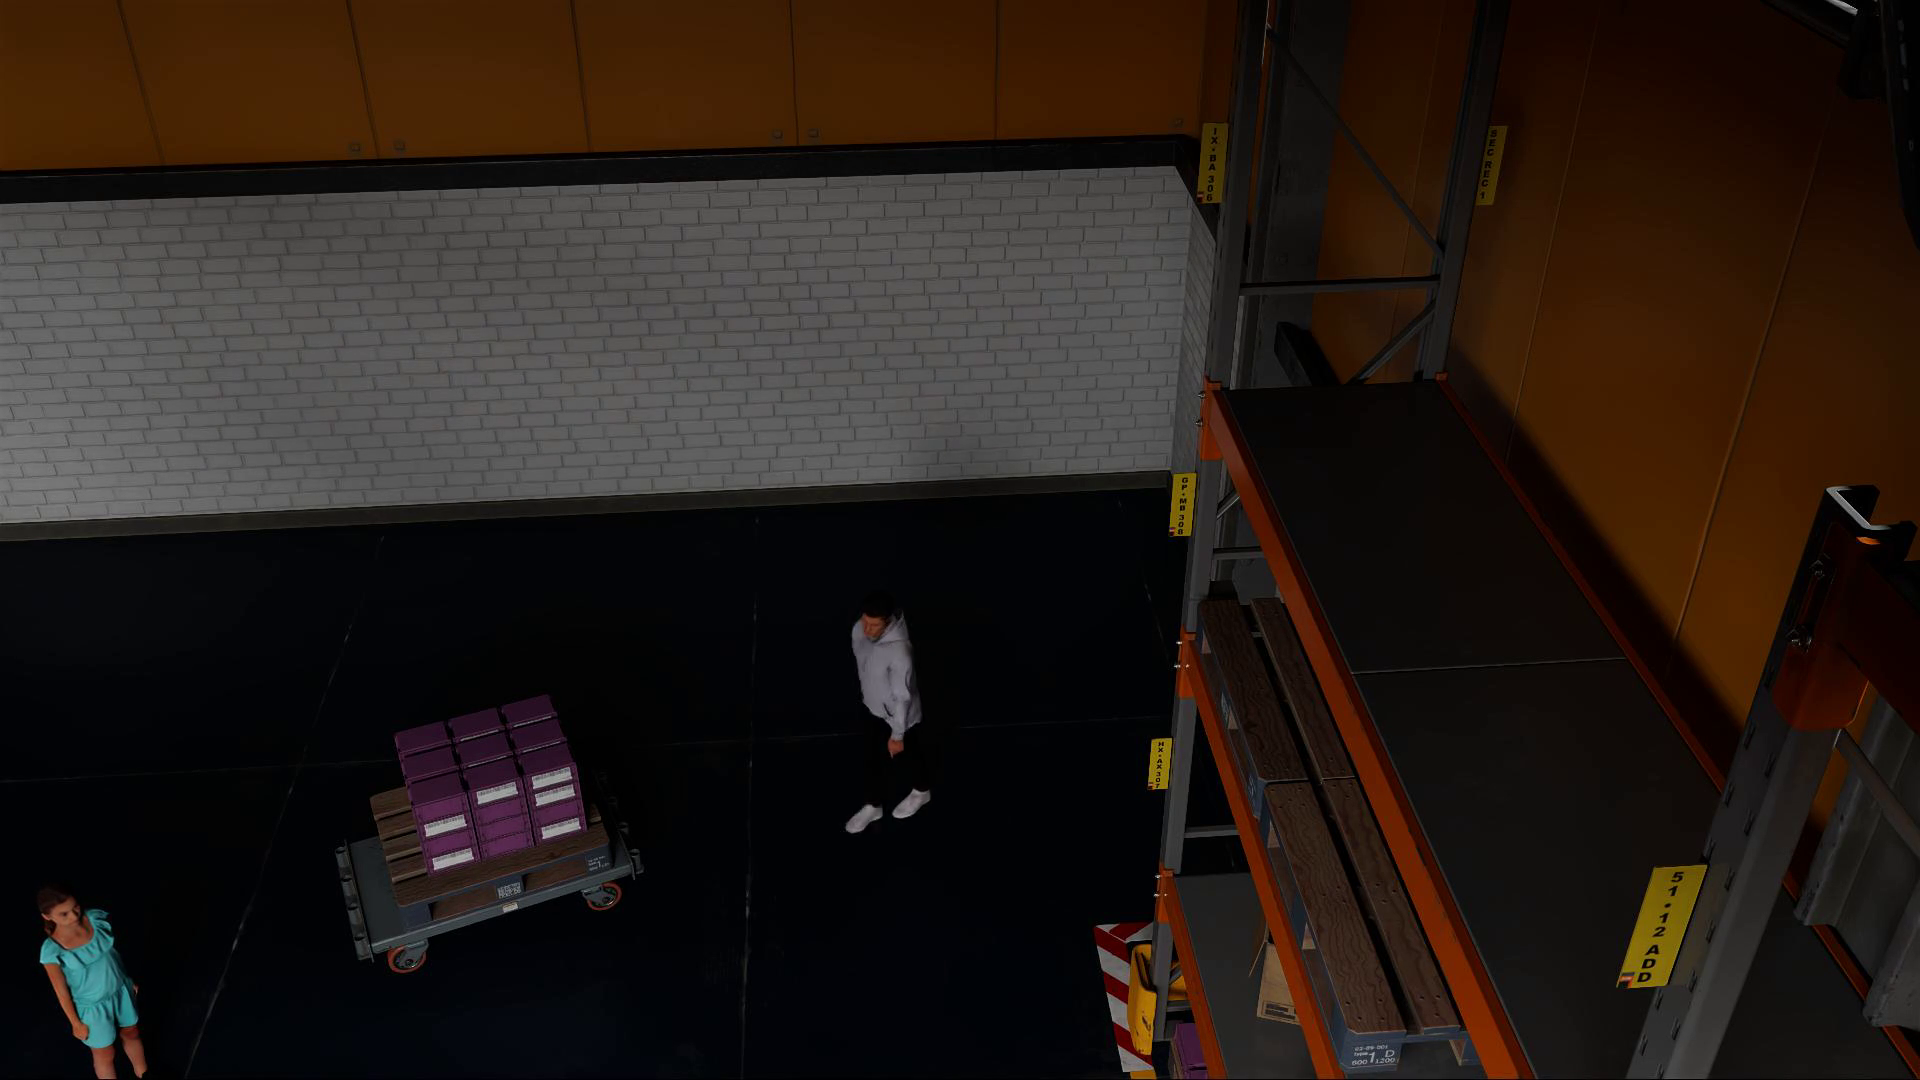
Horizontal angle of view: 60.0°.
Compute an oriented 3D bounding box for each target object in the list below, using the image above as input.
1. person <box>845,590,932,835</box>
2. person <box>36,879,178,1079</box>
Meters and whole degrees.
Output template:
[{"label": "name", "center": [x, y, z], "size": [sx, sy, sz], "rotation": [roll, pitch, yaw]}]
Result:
[{"label": "person", "center": [-0.373, 0.983, 10.185], "size": [1.031, 1.873, 0.980], "rotation": [-24, 41, -32]}, {"label": "person", "center": [-4.380, 2.317, 8.462], "size": [0.697, 1.558, 0.606], "rotation": [13, 36, 19]}]
